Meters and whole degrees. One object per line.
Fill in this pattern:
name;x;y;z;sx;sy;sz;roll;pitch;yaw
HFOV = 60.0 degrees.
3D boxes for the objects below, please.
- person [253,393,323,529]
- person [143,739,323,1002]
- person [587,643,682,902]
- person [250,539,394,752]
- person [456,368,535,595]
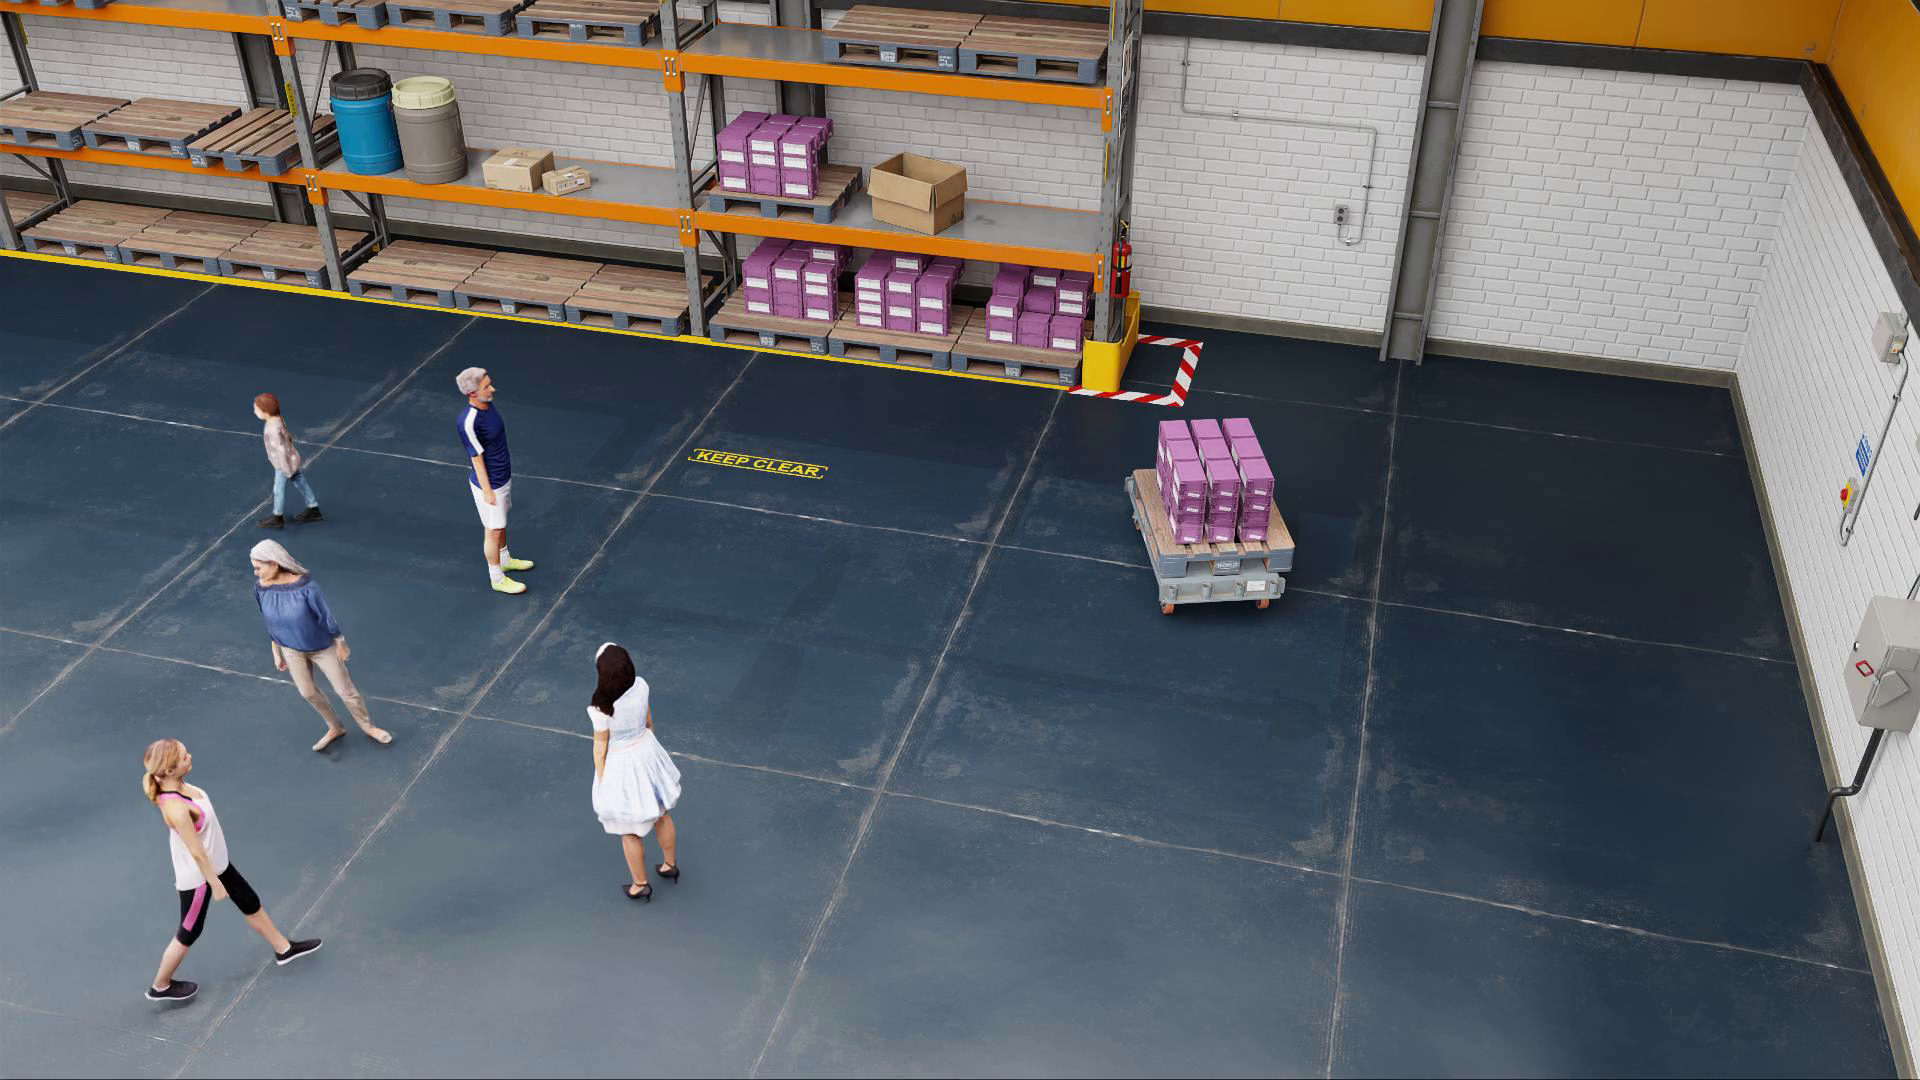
person;-5.305;-0.634;13.210;0.779;1.176;0.644;-5;34;-7
person;-4.198;1.836;8.982;1.214;1.743;1.123;-17;37;-23
person;-1.894;1.354;9.644;0.883;1.812;0.845;27;42;35
person;-4.153;0.680;10.782;0.599;1.675;0.894;-3;34;-5
person;-3.491;-0.471;12.366;0.652;1.839;0.694;-1;34;-1
